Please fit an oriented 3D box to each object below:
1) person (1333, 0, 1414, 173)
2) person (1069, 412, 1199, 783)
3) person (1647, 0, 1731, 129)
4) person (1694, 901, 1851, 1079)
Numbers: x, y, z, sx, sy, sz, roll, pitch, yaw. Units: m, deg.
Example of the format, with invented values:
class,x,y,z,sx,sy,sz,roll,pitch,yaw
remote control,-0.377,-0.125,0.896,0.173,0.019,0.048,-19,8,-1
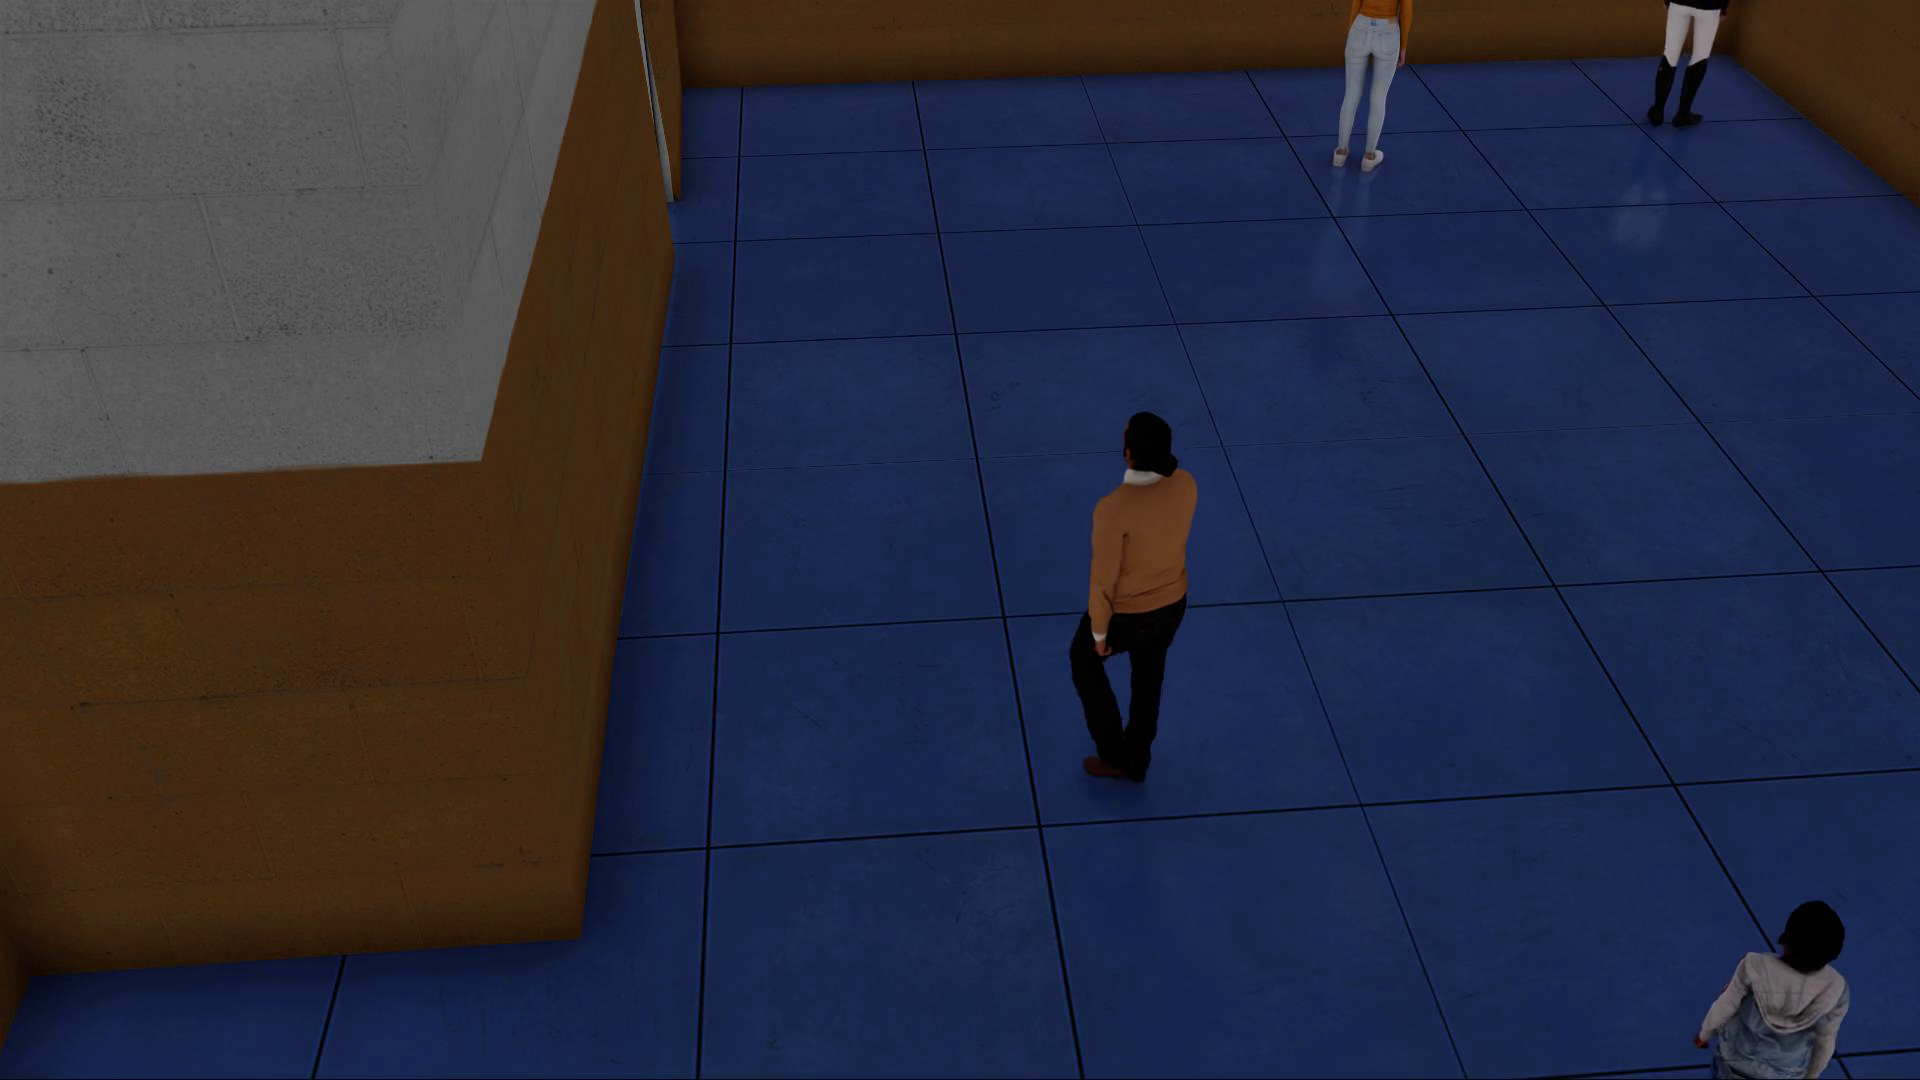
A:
class,x,y,z,sx,sy,sz,roll,pitch,yaw
person,2.820,-3.377,11.320,0.610,1.749,0.713,14,39,18
person,0.717,0.297,6.423,0.714,1.743,0.823,-18,41,-23
person,5.247,-3.787,11.870,0.701,1.727,0.786,16,40,20
person,2.456,1.607,5.090,0.599,1.254,0.652,11,38,14
